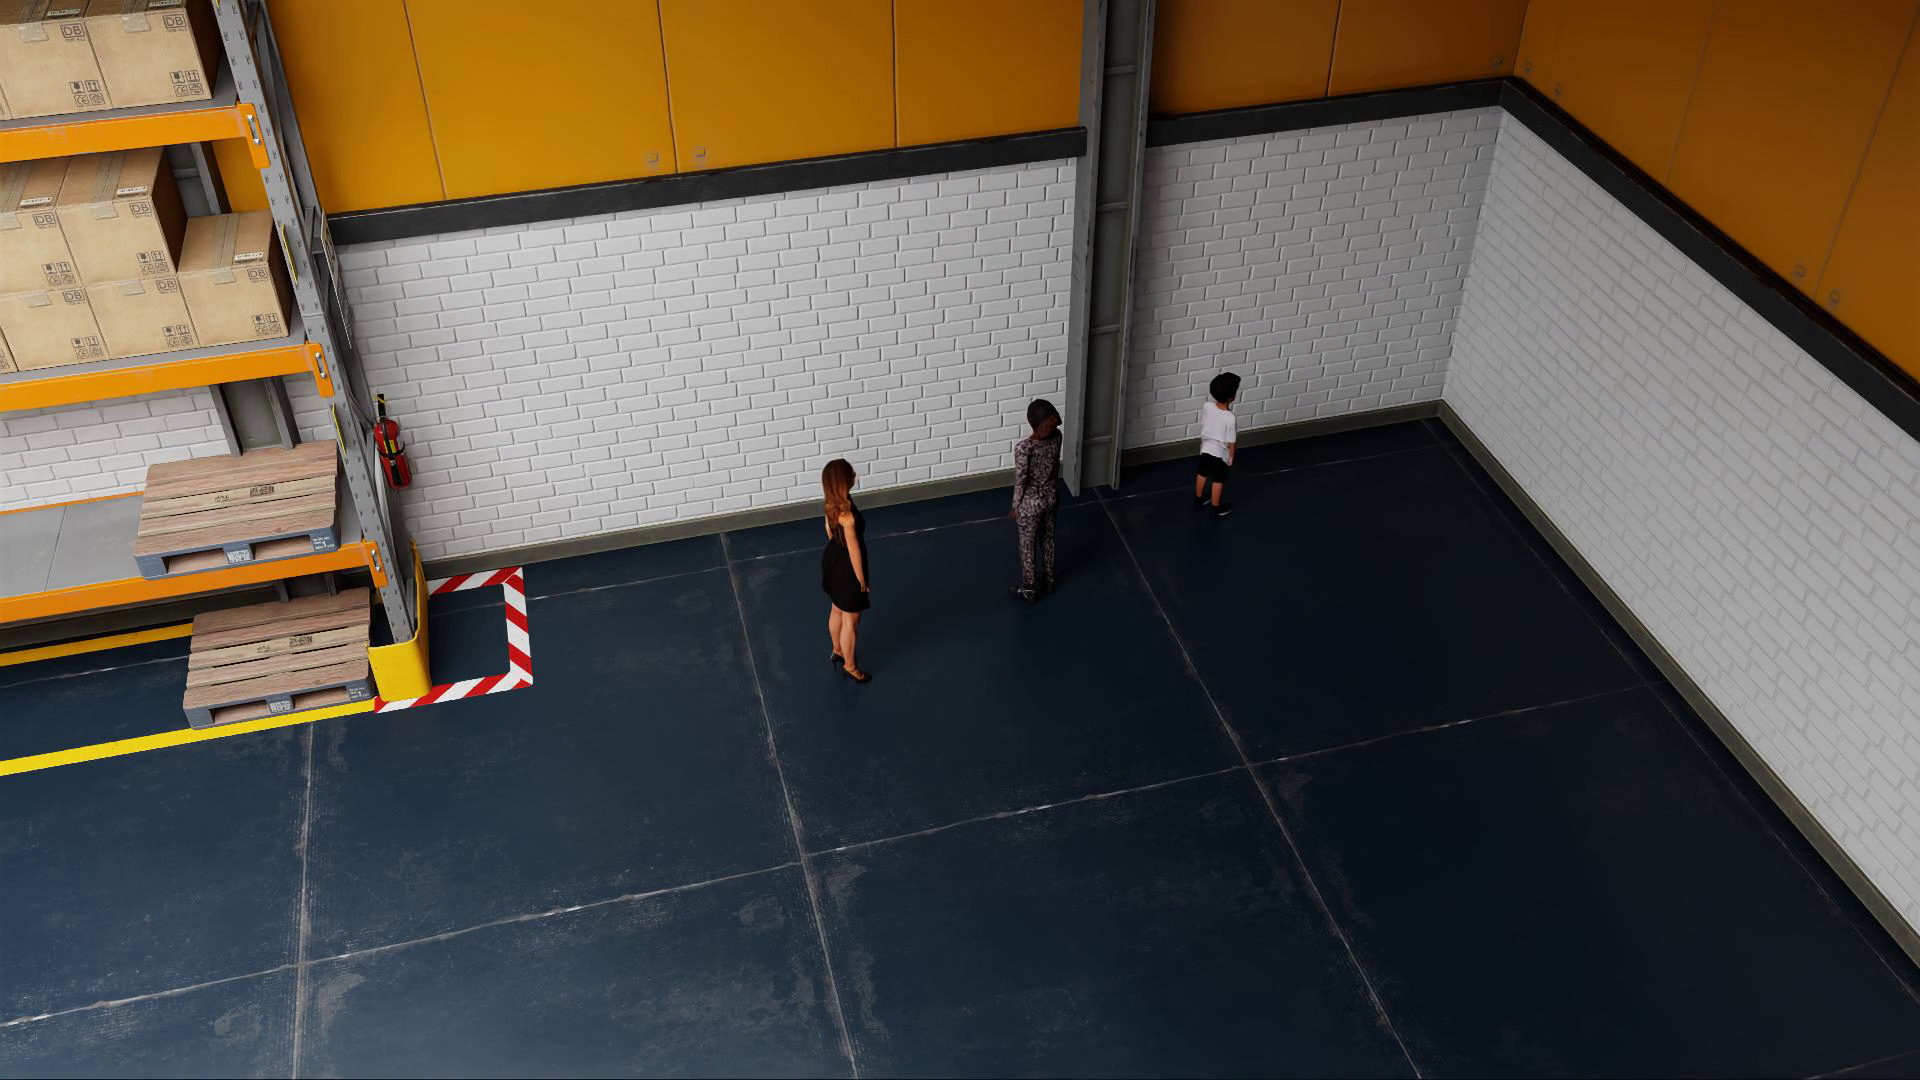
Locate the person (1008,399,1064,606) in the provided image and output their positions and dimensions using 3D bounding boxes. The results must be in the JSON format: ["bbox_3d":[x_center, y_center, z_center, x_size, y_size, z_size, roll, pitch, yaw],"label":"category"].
[{"bbox_3d":[0.550,-0.278,11.852,0.627,1.714,0.725,-27,46,-30],"label":"person"}]

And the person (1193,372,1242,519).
[{"bbox_3d":[1.974,-0.729,12.783,0.598,1.257,0.562,-31,48,-33],"label":"person"}]

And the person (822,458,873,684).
[{"bbox_3d":[-0.768,0.216,11.138,0.589,1.834,0.620,-18,42,-21],"label":"person"}]
